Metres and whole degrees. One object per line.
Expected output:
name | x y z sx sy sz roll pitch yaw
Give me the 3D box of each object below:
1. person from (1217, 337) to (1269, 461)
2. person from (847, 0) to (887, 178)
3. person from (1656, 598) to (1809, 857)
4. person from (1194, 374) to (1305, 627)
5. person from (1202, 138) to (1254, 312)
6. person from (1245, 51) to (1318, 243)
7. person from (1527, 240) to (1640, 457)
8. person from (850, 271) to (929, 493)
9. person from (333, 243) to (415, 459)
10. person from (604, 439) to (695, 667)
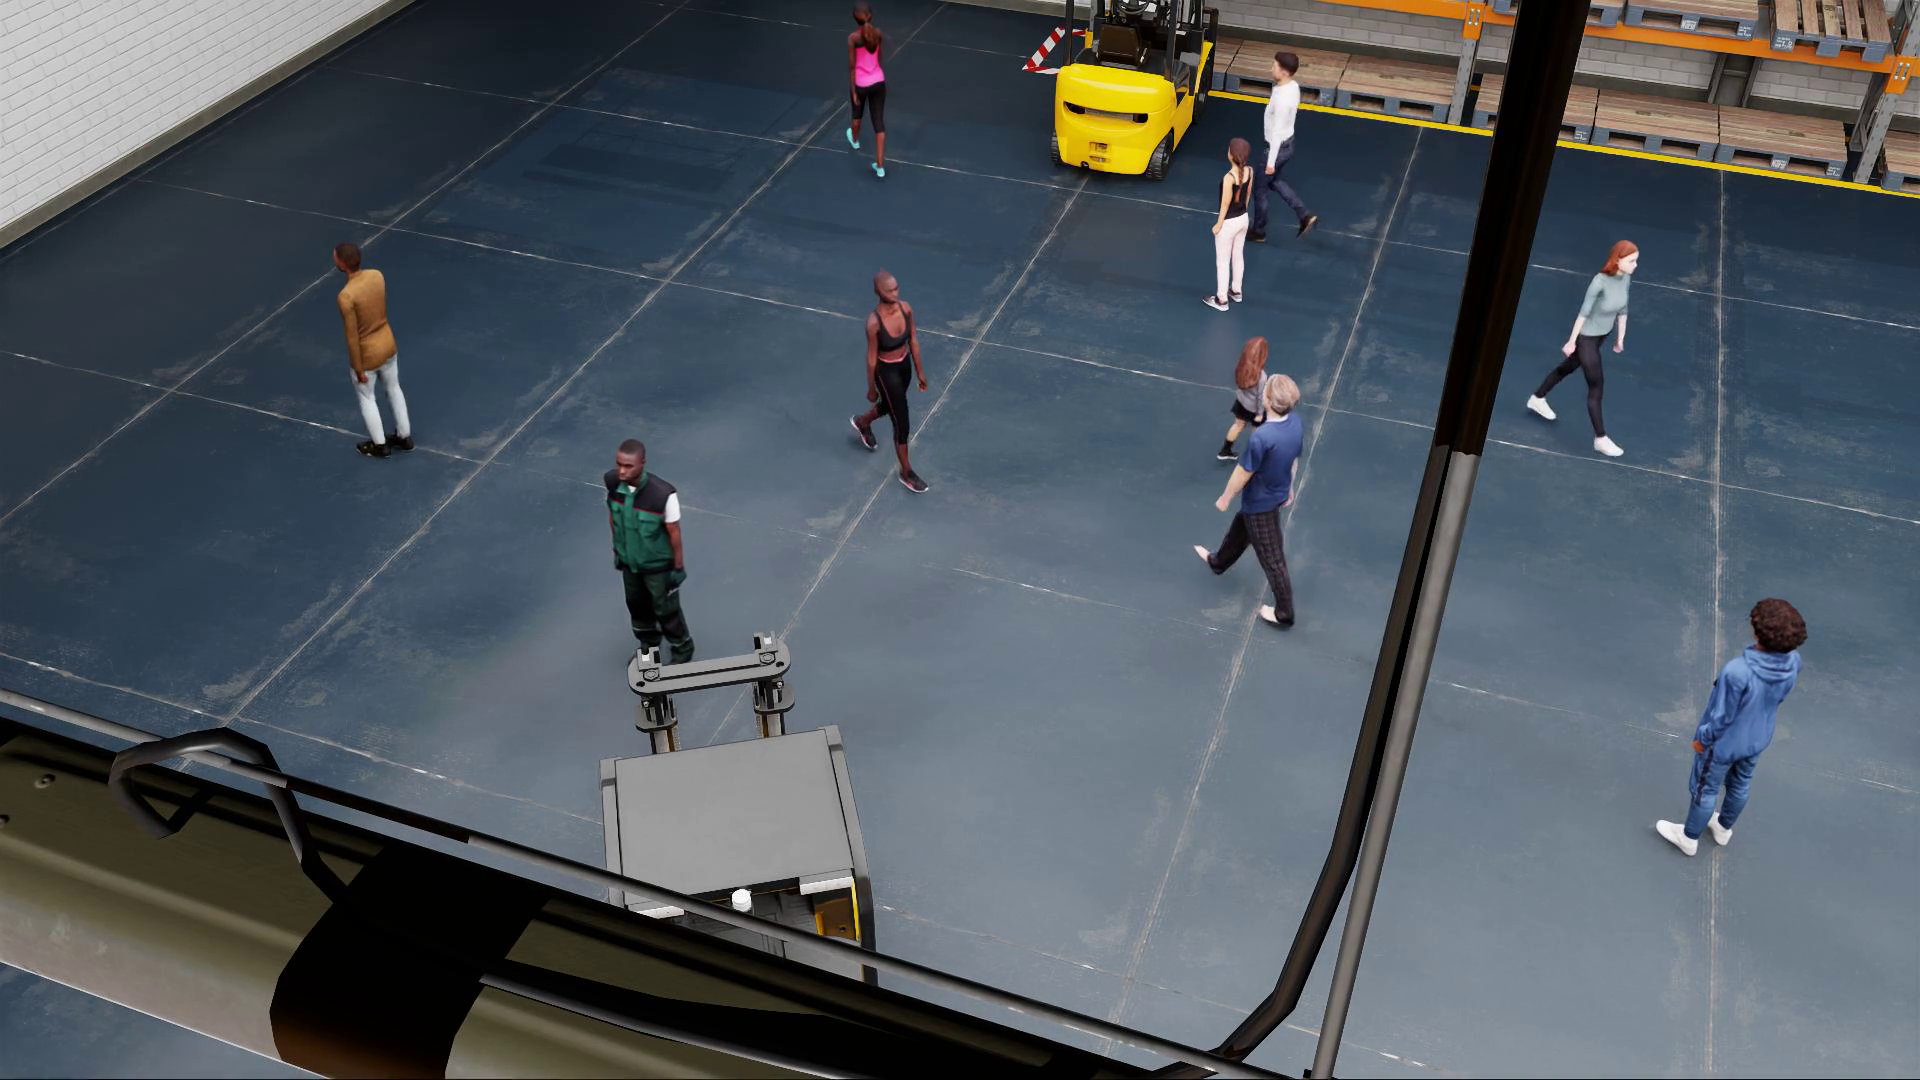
person | 2.164 -1.051 12.610 0.765 1.096 0.715 -19 42 -22
person | -0.866 -4.396 16.344 1.089 1.663 1.080 -13 40 -15
person | 4.385 1.069 9.385 0.720 1.808 0.813 -12 40 -14
person | 2.078 -0.211 10.979 1.277 1.819 1.003 31 48 33
person | 2.349 -2.733 14.341 0.616 1.564 0.642 -28 46 -30
person | 2.966 -3.528 15.110 0.991 1.847 0.675 16 41 19
person | 4.780 -1.546 12.758 1.030 1.685 1.215 -24 44 -27
person | -0.560 -1.252 12.357 1.231 1.725 0.910 30 47 32
person | -4.342 -1.414 12.491 0.697 1.811 0.694 18 42 21
person | -1.976 0.104 10.571 0.563 1.835 0.758 18 42 21
